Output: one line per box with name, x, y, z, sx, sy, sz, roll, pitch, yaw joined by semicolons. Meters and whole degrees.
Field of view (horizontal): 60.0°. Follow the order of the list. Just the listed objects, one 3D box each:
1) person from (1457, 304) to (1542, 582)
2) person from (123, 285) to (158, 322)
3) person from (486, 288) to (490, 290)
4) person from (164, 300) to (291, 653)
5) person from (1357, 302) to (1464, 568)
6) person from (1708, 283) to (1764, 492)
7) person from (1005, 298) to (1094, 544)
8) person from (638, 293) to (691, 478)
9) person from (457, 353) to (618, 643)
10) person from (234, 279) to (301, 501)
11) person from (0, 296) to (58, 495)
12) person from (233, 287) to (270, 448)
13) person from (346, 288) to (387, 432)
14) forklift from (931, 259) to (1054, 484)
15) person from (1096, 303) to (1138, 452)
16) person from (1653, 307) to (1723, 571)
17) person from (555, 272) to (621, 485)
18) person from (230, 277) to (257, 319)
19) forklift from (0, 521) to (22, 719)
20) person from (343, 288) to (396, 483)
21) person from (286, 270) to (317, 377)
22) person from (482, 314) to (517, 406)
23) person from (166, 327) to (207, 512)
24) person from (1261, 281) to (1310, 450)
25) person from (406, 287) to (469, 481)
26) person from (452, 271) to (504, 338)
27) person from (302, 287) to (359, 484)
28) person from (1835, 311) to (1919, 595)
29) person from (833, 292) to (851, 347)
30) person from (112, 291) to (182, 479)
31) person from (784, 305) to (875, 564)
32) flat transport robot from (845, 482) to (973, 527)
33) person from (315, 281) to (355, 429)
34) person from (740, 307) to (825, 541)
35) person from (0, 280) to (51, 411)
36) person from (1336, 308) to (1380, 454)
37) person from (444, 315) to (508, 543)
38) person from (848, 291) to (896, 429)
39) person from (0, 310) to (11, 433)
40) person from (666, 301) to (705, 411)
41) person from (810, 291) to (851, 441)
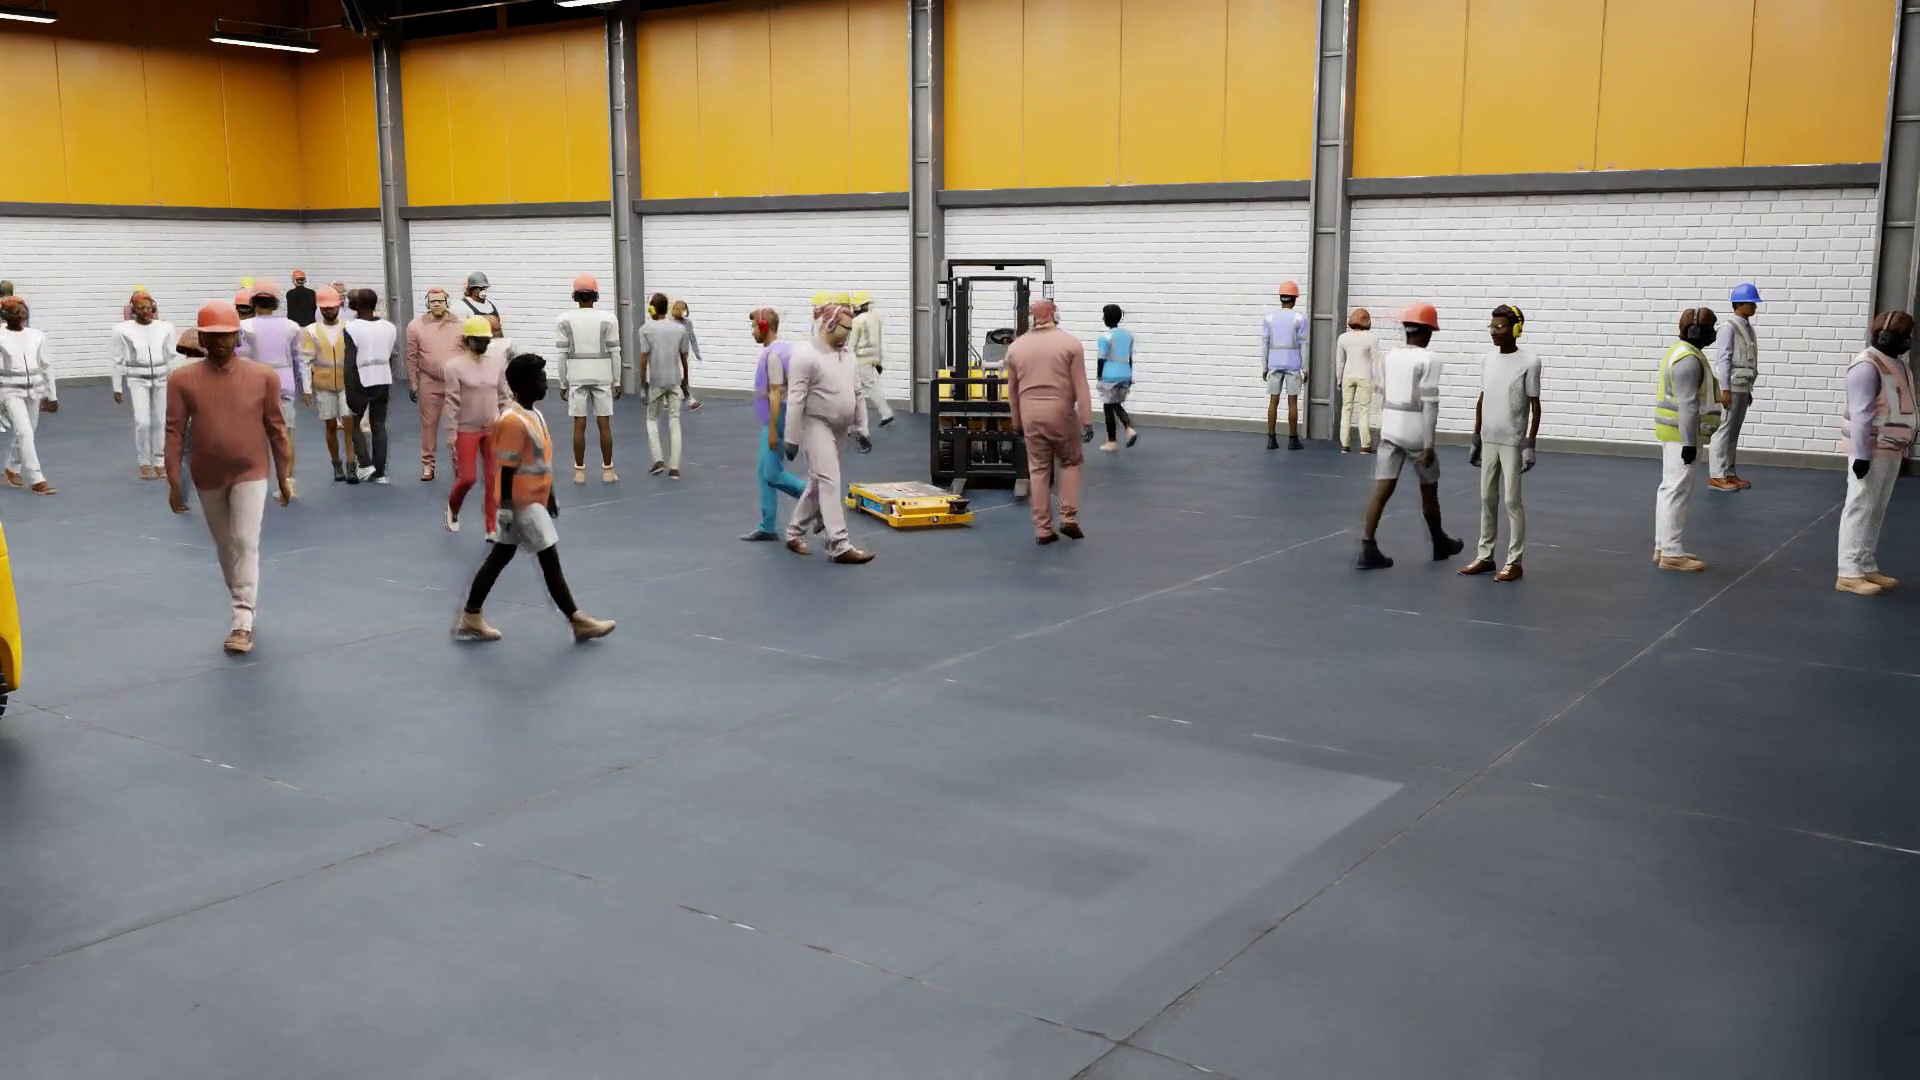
person;3.668;-0.652;11.255;0.314;1.869;0.537;-6;11;-32
person;-13.627;-3.367;27.733;0.535;1.767;0.315;-5;11;-27
person;-6.690;-2.652;22.959;1.027;1.949;0.613;6;11;33
person;-4.152;-0.383;9.440;0.646;1.949;1.039;-2;10;-14
person;3.193;-0.743;11.798;1.038;1.870;0.556;-7;12;-36
person;7.320;-1.439;15.702;0.389;1.949;0.604;9;13;44
person;0.706;-0.907;12.764;0.729;1.871;0.503;4;10;24
person;-2.946;-1.543;16.639;0.549;1.842;0.604;-4;10;-22
person;-2.444;-0.228;9.374;0.927;1.645;0.539;-1;10;-4
person;-6.298;-1.362;15.137;0.622;1.983;1.010;-7;12;-37
person;-8.821;-1.365;15.585;0.950;1.848;0.593;6;11;32
person;-6.788;-1.452;15.906;0.541;1.917;0.690;-3;10;-17
person;-7.524;-2.246;20.906;0.571;1.815;0.623;-4;10;-24
forklift;0.370;-1.738;16.759;1.214;2.155;2.313;1;10;3
person;1.750;-1.825;18.774;0.550;1.684;0.391;-7;12;-37
person;5.116;-0.713;11.703;0.429;1.841;0.634;3;10;17
person;-3.572;-1.543;16.037;0.607;2.048;0.365;-2;10;-9
person;-11.558;-3.334;27.157;0.590;1.888;0.907;-9;13;-42
forklift;-5.296;-0.090;6.943;1.214;2.155;2.313;7;12;35
person;-5.746;-1.491;16.185;0.463;1.893;0.599;7;12;36
person;-12.246;-4.023;30.956;0.397;1.992;0.621;7;12;37
person;-4.861;-1.558;17.424;0.508;1.609;0.793;-4;10;-23
person;-6.499;-1.013;14.206;0.736;1.600;0.517;8;13;41
person;3.740;-1.999;19.082;0.551;1.932;0.378;5;11;27
person;-5.111;-1.535;16.404;0.651;1.906;0.403;-4;10;-21
person;-5.848;-2.274;20.407;0.539;2.000;0.688;5;11;27
person;-6.044;-1.477;16.068;0.568;1.897;0.912;-4;10;-20
person;6.001;-0.572;10.865;0.633;1.839;0.429;-9;13;-42
person;-1.576;-2.480;22.517;0.294;1.744;0.487;-3;10;-17
person;-8.013;-1.526;16.471;0.615;1.860;0.606;-8;12;-39
person;-0.969;-0.774;12.064;0.876;1.856;0.653;5;11;28
flat transport robot;-0.453;-0.320;14.029;0.652;0.197;1.431;-4;10;-21
person;-8.003;-2.391;21.508;0.407;1.904;0.655;3;10;16
person;-1.352;-0.884;12.809;0.651;1.812;0.587;-2;10;-10
person;-13.540;-2.787;23.901;0.951;1.906;0.634;3;10;17
person;4.470;-1.783;18.695;0.498;1.633;0.284;7;12;35
person;-3.713;-0.847;12.746;0.538;1.753;0.557;-9;13;-44
person;-1.205;-2.326;21.496;0.938;1.787;0.585;4;10;24
person;-12.132;-2.162;20.965;0.368;1.624;0.542;6;11;30
person;-3.948;-2.627;23.865;0.865;1.584;0.506;6;11;31
person;-1.691;-2.088;20.026;0.863;1.797;0.609;5;11;28
